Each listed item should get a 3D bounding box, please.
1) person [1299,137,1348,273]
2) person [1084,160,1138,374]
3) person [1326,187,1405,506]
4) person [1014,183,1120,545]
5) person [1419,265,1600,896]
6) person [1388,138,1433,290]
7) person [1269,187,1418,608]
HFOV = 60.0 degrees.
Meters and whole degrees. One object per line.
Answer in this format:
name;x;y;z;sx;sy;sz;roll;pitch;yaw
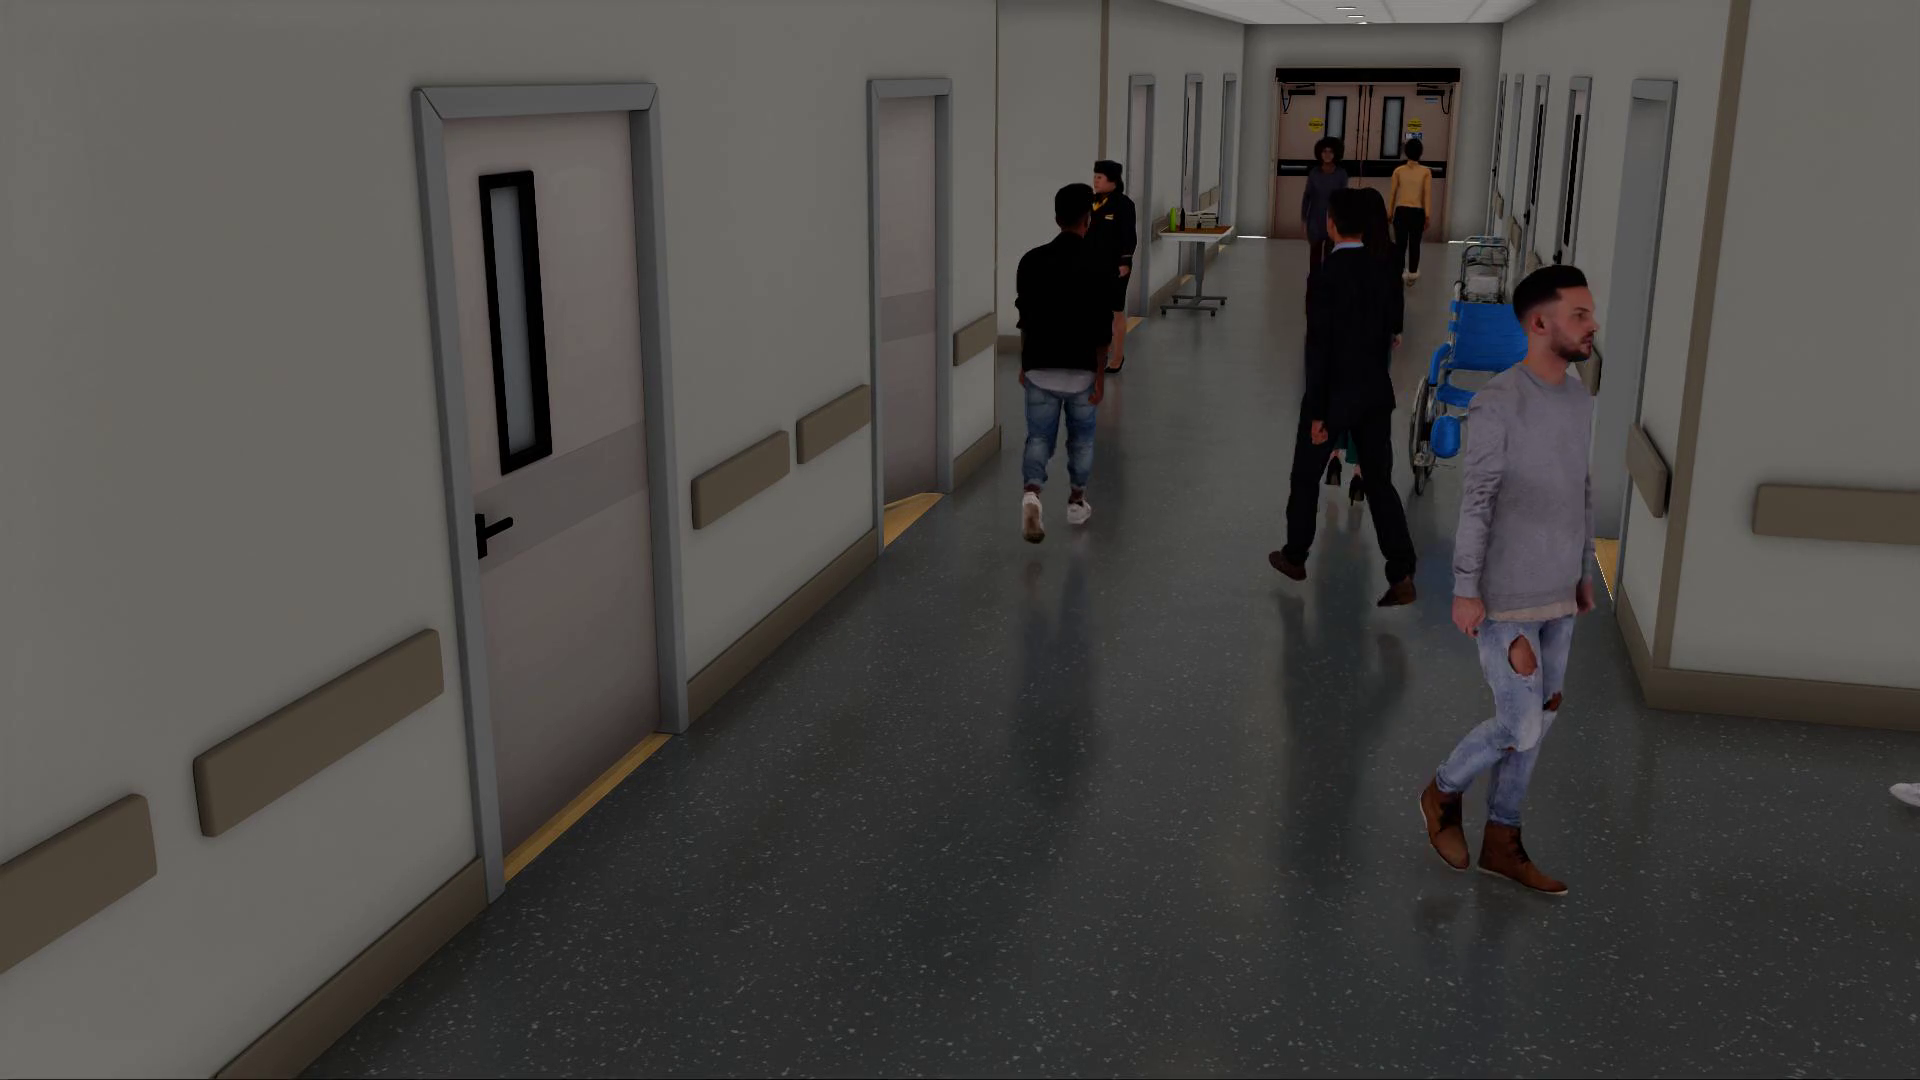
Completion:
person;3.725;-3.243;17.021;0.606;1.688;0.906;5;17;18
person;1.190;-2.183;13.294;0.832;1.671;0.807;-13;20;-39
person;2.195;-1.034;9.122;0.611;1.723;0.727;5;17;18
person;0.494;-0.862;8.415;0.701;1.776;1.104;4;16;14
person;1.573;0.118;4.835;0.858;1.831;0.929;-12;19;-35
person;4.833;-3.463;17.933;0.621;1.617;1.099;5;16;16
person;1.755;-0.568;7.290;1.124;1.820;1.345;-5;17;-17
